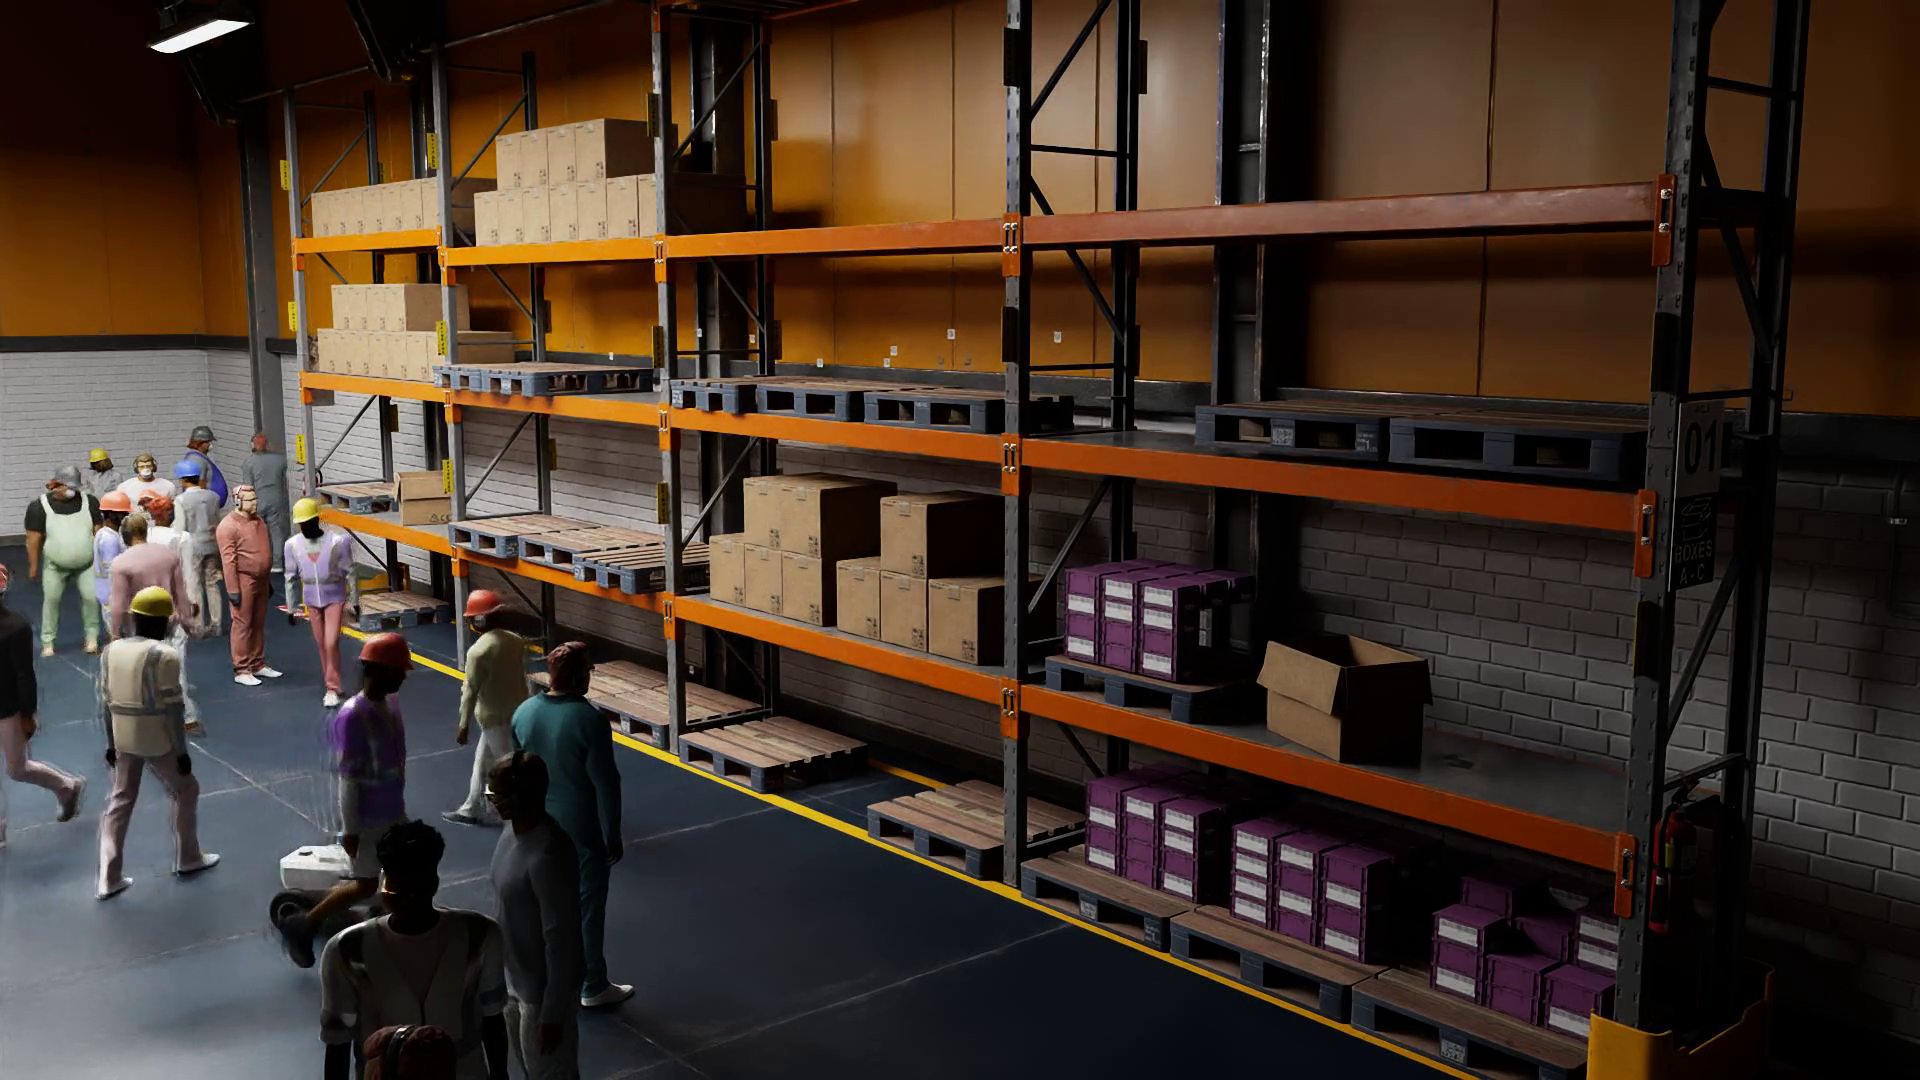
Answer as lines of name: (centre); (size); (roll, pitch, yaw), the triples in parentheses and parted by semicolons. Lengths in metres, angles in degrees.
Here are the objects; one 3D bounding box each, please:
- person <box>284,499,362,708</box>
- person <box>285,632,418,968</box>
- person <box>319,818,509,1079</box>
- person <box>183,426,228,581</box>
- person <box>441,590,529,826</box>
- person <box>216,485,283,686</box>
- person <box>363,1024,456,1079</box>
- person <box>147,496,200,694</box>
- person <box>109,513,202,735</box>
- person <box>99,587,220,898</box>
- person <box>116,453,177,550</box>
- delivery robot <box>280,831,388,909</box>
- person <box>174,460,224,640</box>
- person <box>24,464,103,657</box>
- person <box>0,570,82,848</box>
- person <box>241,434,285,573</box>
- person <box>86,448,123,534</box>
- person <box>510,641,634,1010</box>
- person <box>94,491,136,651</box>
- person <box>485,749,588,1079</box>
person: (-5.751, 0.563, 14.947); (0.623, 1.886, 0.732); (0, 8, 1)
person: (-3.198, 1.437, 8.897); (0.798, 1.893, 0.604); (2, 8, 11)
person: (-1.798, 1.878, 5.552); (0.612, 1.962, 0.363); (-4, 9, -25)
person: (-9.862, -0.491, 21.761); (0.535, 2.000, 0.690); (-4, 9, -24)
person: (-3.155, 1.178, 11.351); (0.920, 1.701, 0.560); (2, 8, 13)
person: (-6.774, 0.420, 15.890); (0.407, 1.908, 0.641); (1, 8, 8)
person: (-1.315, 2.121, 4.133); (0.403, 1.895, 0.647); (1, 8, 5)
person: (-7.280, 0.538, 15.200); (0.600, 1.875, 0.527); (1, 8, 9)
person: (-6.827, 0.710, 14.003); (1.077, 1.872, 0.639); (3, 9, 21)
person: (-5.007, 1.230, 10.355); (0.646, 1.876, 0.869); (3, 9, 17)
person: (-9.162, -0.015, 18.805); (0.628, 1.940, 0.373); (-6, 10, -34)
delivery robot: (-3.566, 1.937, 9.695); (0.707, 0.478, 0.477); (1, 8, 7)
person: (-8.230, 0.104, 17.945); (0.402, 1.945, 0.611); (3, 9, 21)
person: (-9.162, 0.182, 17.080); (0.751, 2.000, 0.583); (-7, 10, -38)
person: (-6.333, 1.086, 11.075); (0.613, 1.971, 0.767); (3, 9, 19)
person: (-9.412, -0.492, 22.352); (0.845, 1.874, 0.650); (6, 10, 37)
person: (-11.200, -0.340, 21.790); (0.490, 1.730, 0.324); (0, 8, 3)
person: (-1.996, 1.466, 8.623); (0.655, 1.906, 0.407); (4, 9, 29)
person: (-7.643, 0.518, 15.114); (0.375, 1.933, 0.550); (-5, 10, -31)
person: (-1.649, 1.756, 6.500); (0.376, 1.937, 0.629); (-4, 9, -28)
